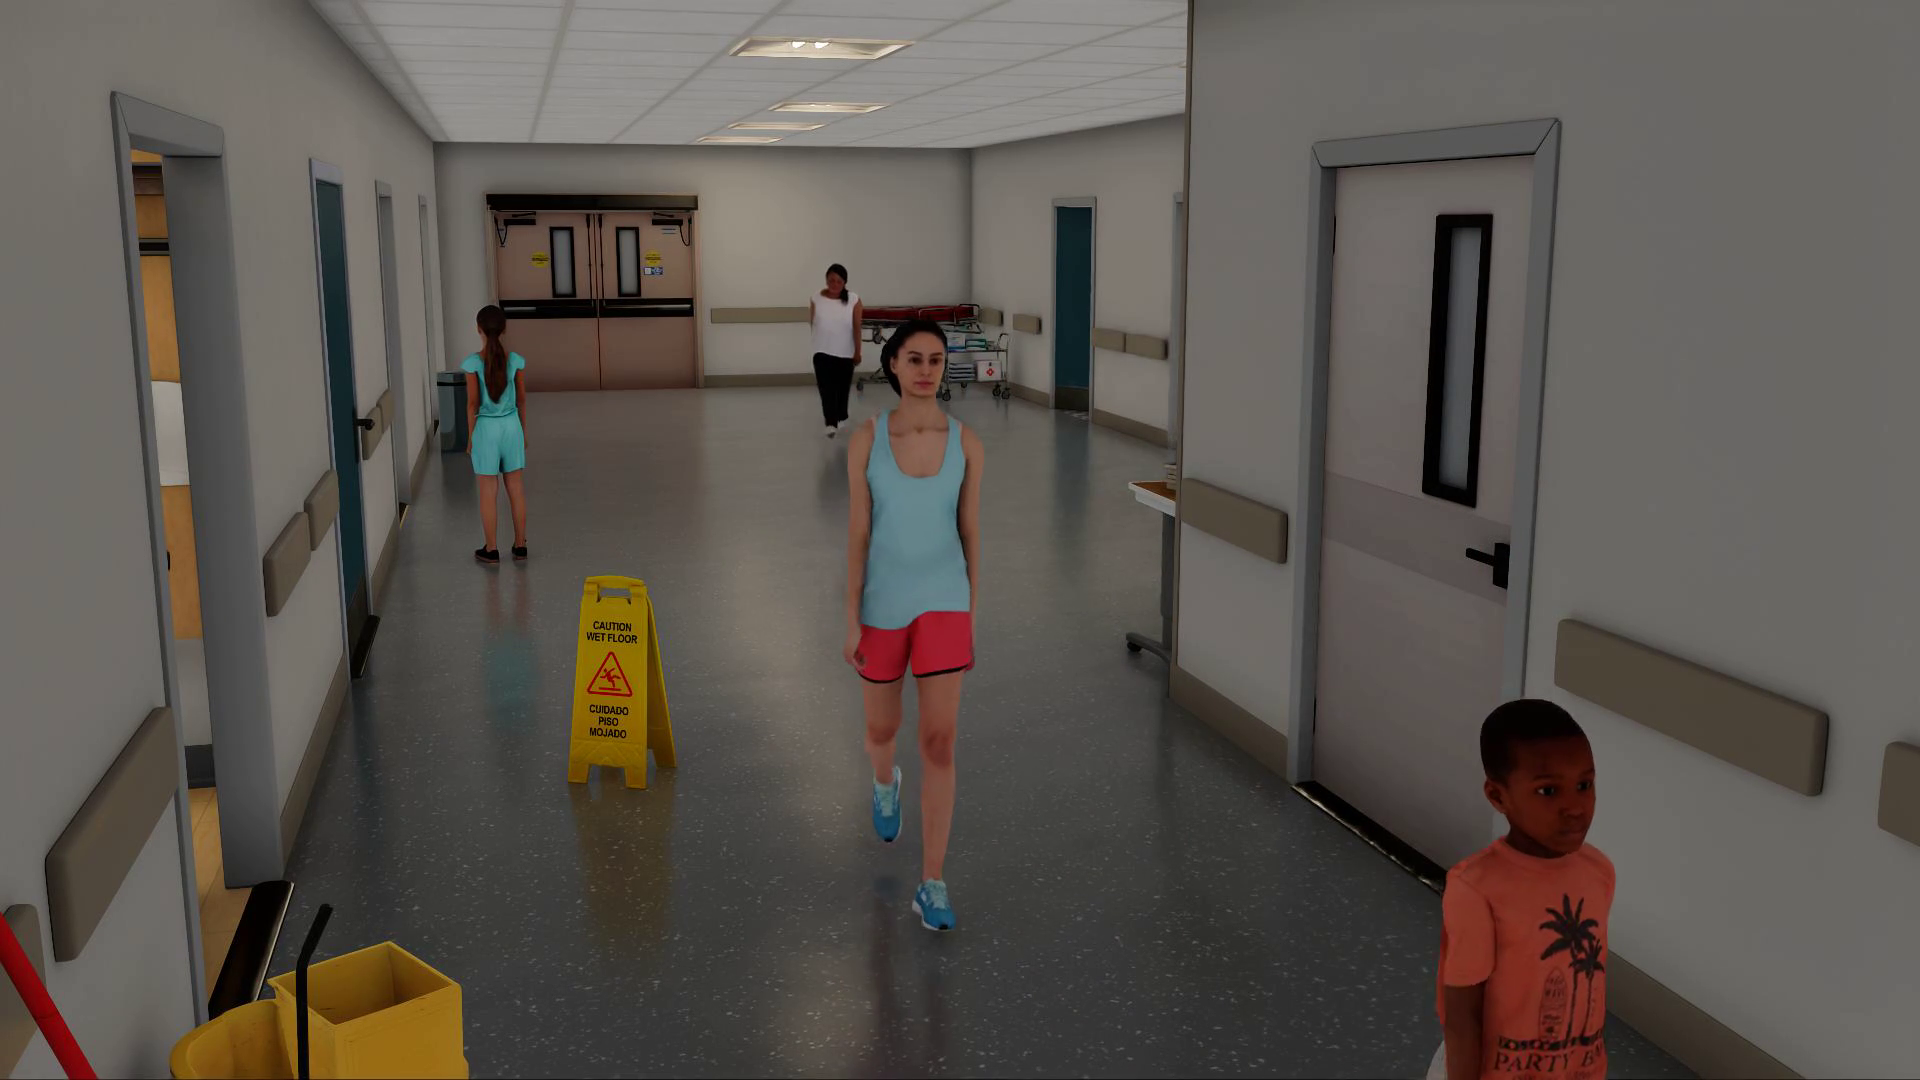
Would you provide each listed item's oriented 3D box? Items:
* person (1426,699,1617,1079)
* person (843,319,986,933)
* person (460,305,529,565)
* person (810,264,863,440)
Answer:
[{"bbox_3d":[0.875,0.882,2.733,0.490,1.301,0.498,-2,11,-11],"label":"person"},{"bbox_3d":[-0.169,0.232,5.000,0.704,1.732,1.182,-1,11,-5],"label":"person"},{"bbox_3d":[-2.814,-0.649,10.108,0.614,1.558,0.633,-7,13,-32],"label":"person"},{"bbox_3d":[-1.201,-1.775,15.870,0.841,1.622,1.216,1,11,3],"label":"person"}]
